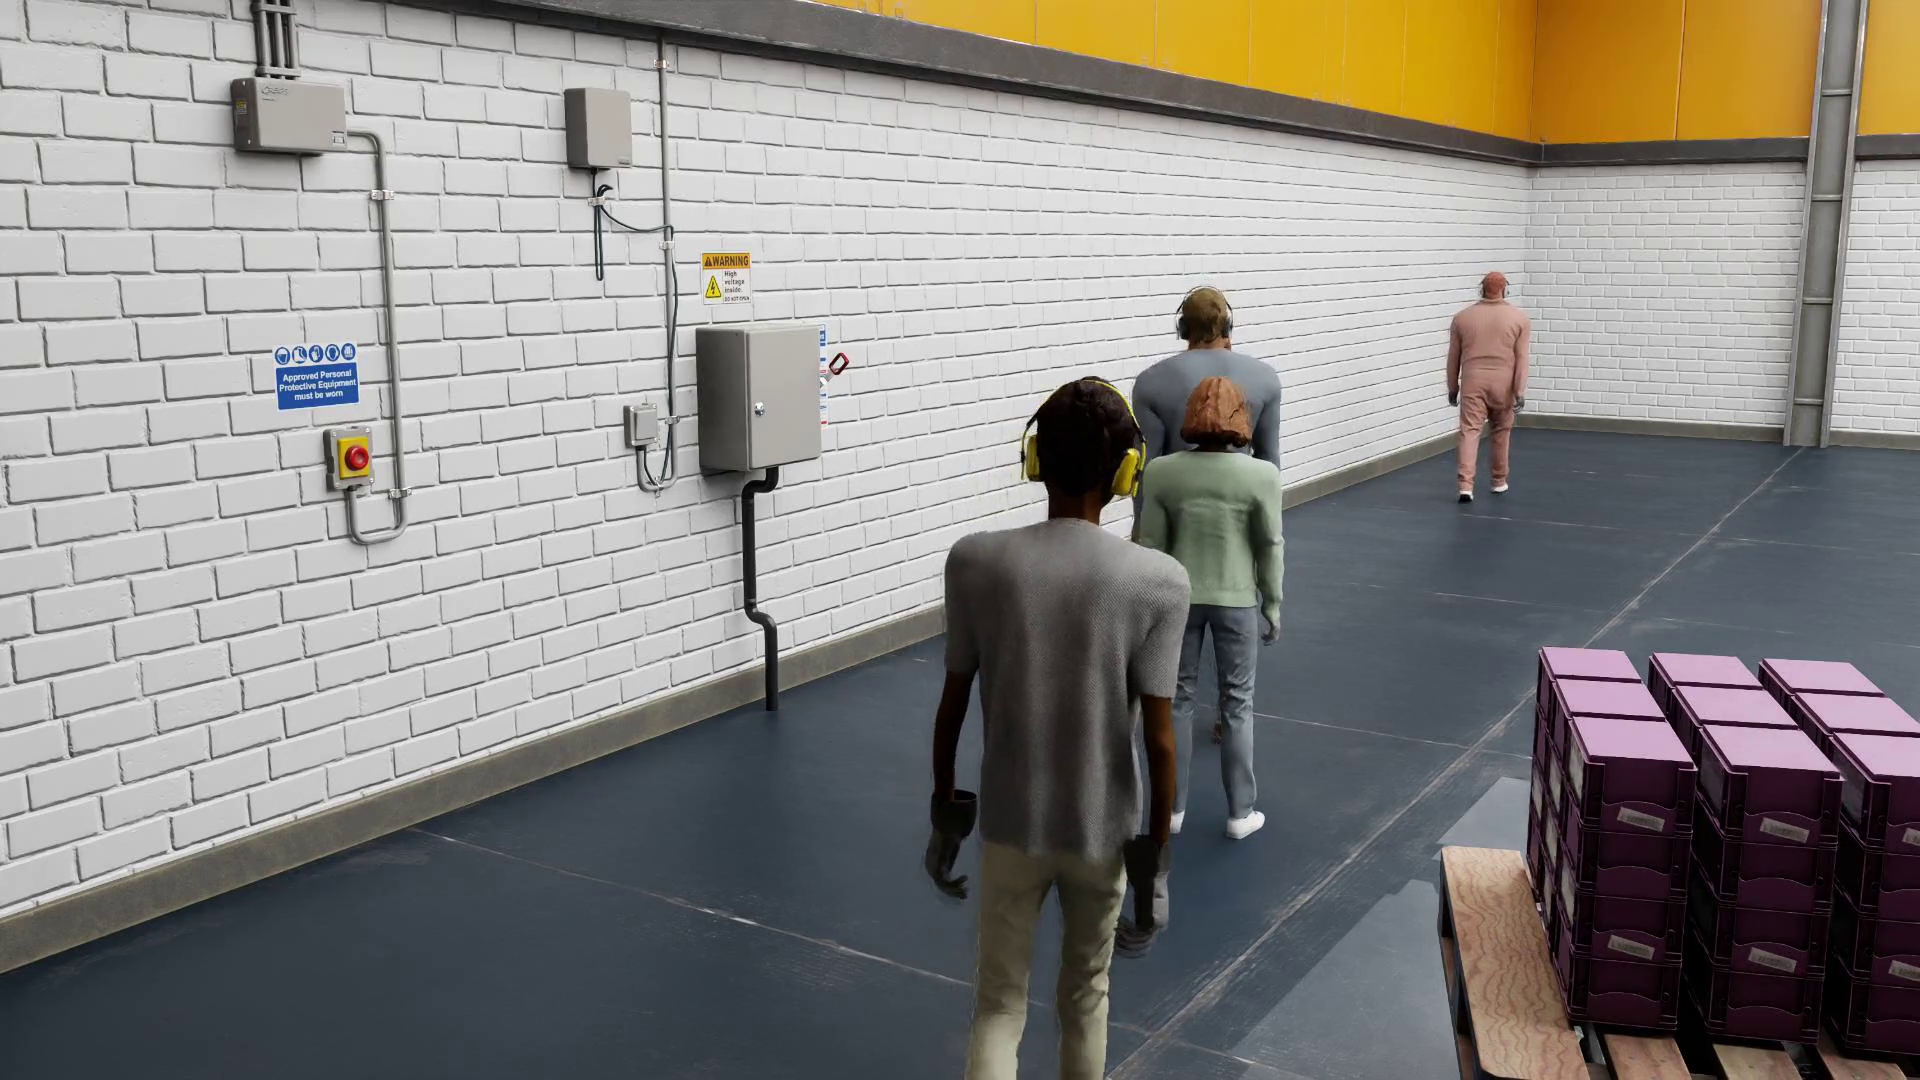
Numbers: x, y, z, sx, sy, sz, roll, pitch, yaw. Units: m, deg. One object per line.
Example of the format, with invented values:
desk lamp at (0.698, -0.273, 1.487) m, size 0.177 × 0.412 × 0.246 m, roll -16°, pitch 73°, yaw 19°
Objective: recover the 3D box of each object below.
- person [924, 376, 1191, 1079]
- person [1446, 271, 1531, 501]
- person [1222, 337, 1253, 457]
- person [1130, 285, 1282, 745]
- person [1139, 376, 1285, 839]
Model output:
person at (0.176, 0.607, 3.272) m, size 0.535 × 1.837 × 0.750 m, roll 1°, pitch 10°, yaw 6°
person at (4.279, -1.250, 13.535) m, size 0.663 × 1.855 × 1.007 m, roll 5°, pitch 11°, yaw 25°
person at (1.417, -0.417, 9.552) m, size 0.505 × 1.618 × 0.394 m, roll 6°, pitch 12°, yaw 29°
person at (1.031, -0.109, 7.082) m, size 0.638 × 1.925 × 0.647 m, roll 0°, pitch 10°, yaw 2°
person at (0.883, 0.240, 5.868) m, size 0.507 × 1.630 × 0.268 m, roll 3°, pitch 11°, yaw 18°
